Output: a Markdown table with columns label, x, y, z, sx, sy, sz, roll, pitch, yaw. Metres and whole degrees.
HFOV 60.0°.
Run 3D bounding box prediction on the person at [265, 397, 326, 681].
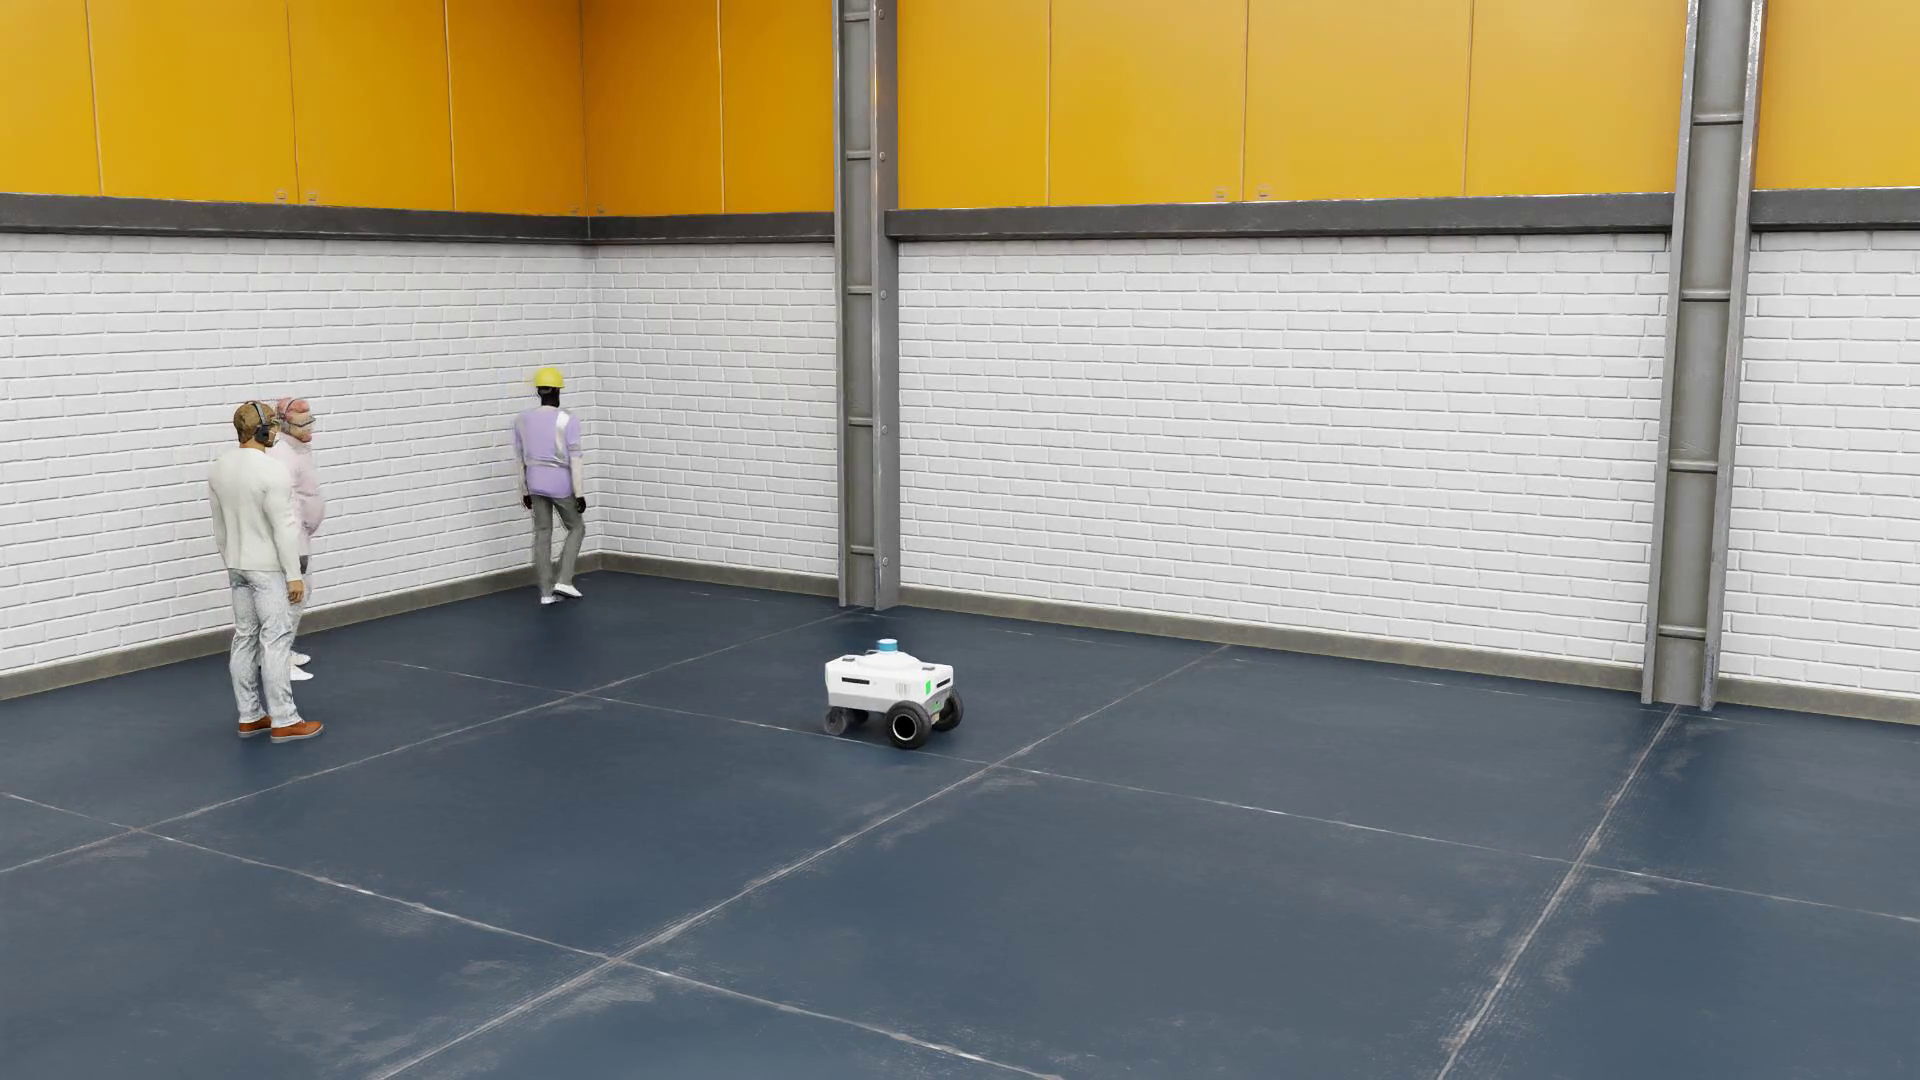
| label | x | y | z | sx | sy | sz | roll | pitch | yaw |
| --- | --- | --- | --- | --- | --- | --- | --- | --- | --- |
| person | -4.346 | -0.002 | 10.789 | 0.462 | 1.865 | 0.677 | -3 | 10 | -17 |

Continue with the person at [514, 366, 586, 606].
| label | x | y | z | sx | sy | sz | roll | pitch | yaw |
| --- | --- | --- | --- | --- | --- | --- | --- | --- | --- |
| person | -3.239 | -0.430 | 13.295 | 0.622 | 1.910 | 0.464 | 3 | 9 | 16 |

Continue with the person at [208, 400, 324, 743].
| label | x | y | z | sx | sy | sz | roll | pitch | yaw |
| --- | --- | --- | --- | --- | --- | --- | --- | --- | --- |
| person | -3.950 | 0.179 | 9.420 | 0.627 | 1.940 | 0.372 | 5 | 10 | 30 |

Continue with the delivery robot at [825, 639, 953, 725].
| label | x | y | z | sx | sy | sz | roll | pitch | yaw |
| --- | --- | --- | --- | --- | --- | --- | --- | --- | --- |
| delivery robot | -0.410 | 0.810 | 9.497 | 0.707 | 0.478 | 0.477 | 4 | 10 | 25 |
